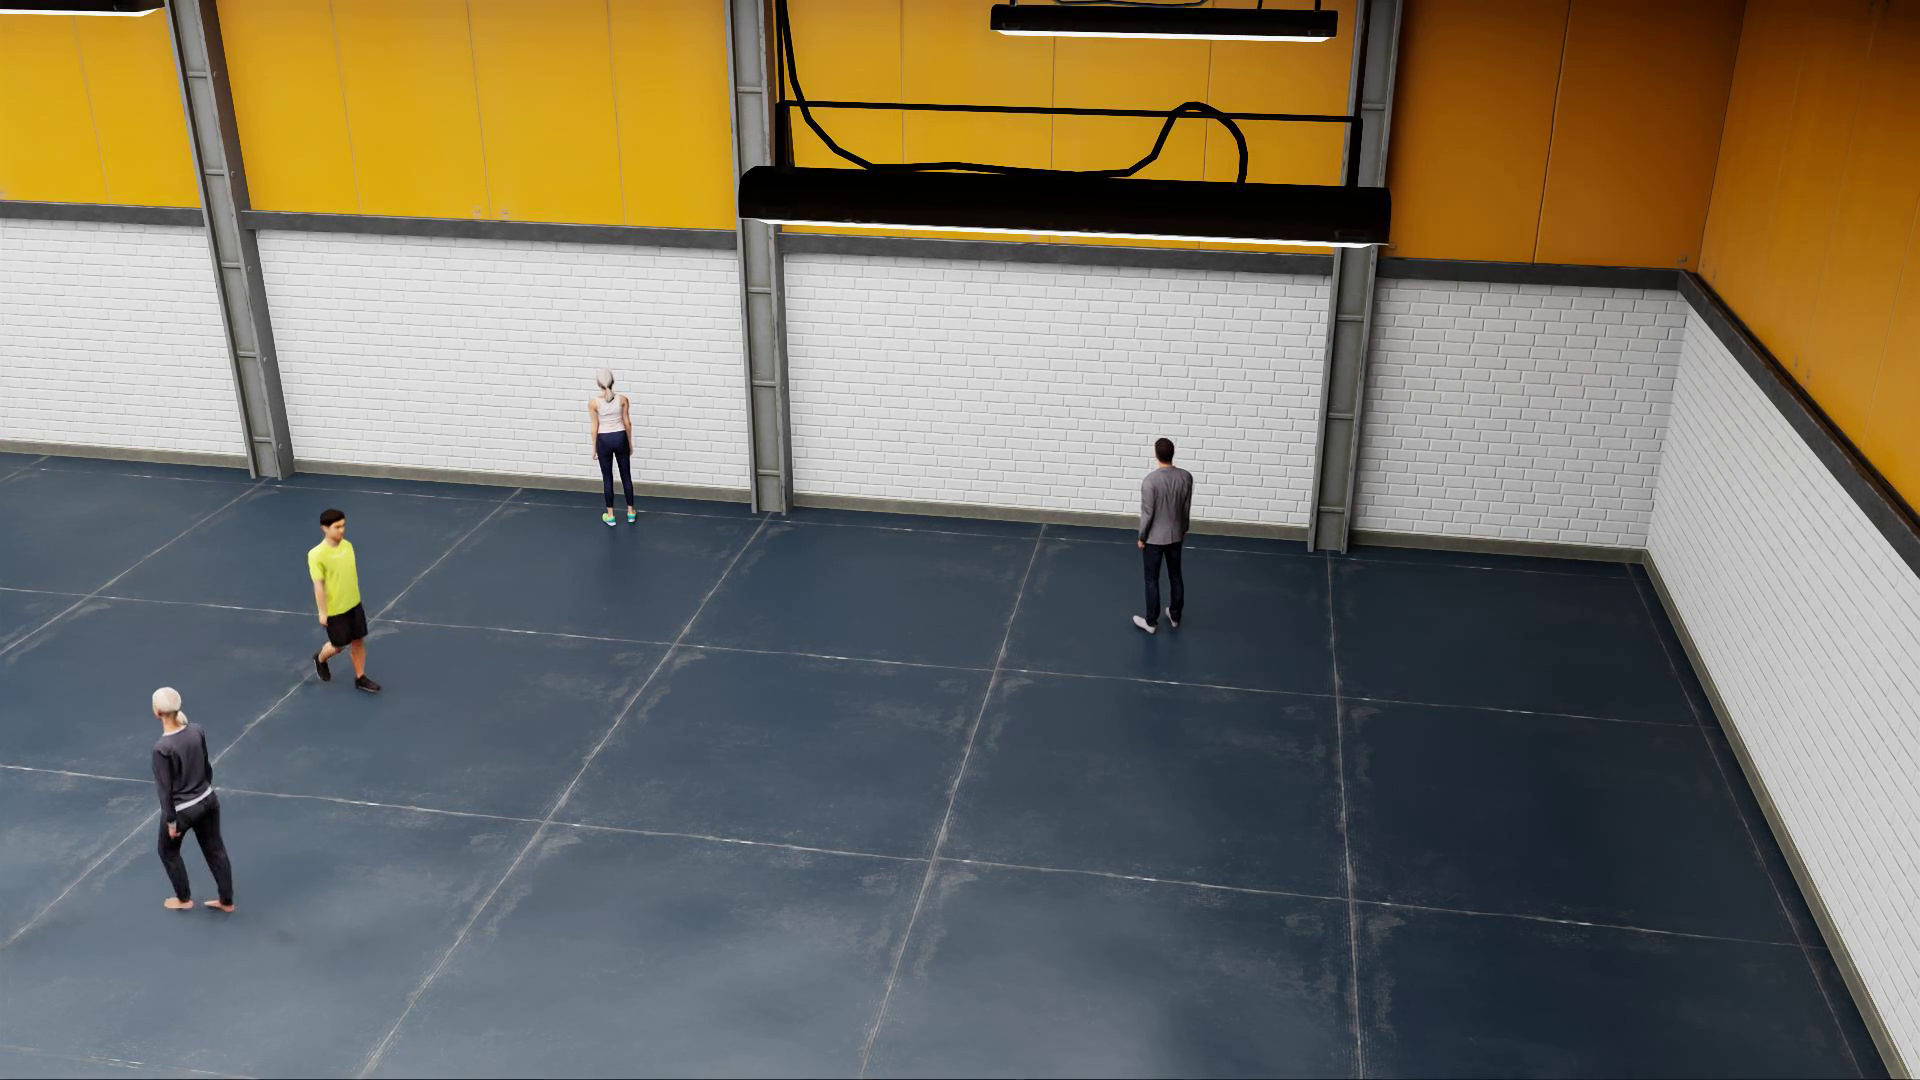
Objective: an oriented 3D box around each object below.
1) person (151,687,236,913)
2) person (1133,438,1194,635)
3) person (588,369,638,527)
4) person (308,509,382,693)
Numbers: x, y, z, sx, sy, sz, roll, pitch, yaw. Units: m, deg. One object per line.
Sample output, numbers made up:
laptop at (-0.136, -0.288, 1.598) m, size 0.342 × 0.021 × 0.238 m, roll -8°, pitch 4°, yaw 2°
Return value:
person at (-5.173, 1.810, 11.290) m, size 0.812 × 1.710 × 0.741 m, roll 10°, pitch 26°, yaw 23°
person at (1.879, -0.046, 15.335) m, size 0.744 × 1.872 × 0.846 m, roll -10°, pitch 26°, yaw -22°
person at (-3.696, -0.993, 17.709) m, size 0.636 × 1.706 × 0.739 m, roll -9°, pitch 25°, yaw -20°
person at (-5.373, 0.528, 14.245) m, size 0.949 × 1.693 × 0.796 m, roll 12°, pitch 27°, yaw 26°
